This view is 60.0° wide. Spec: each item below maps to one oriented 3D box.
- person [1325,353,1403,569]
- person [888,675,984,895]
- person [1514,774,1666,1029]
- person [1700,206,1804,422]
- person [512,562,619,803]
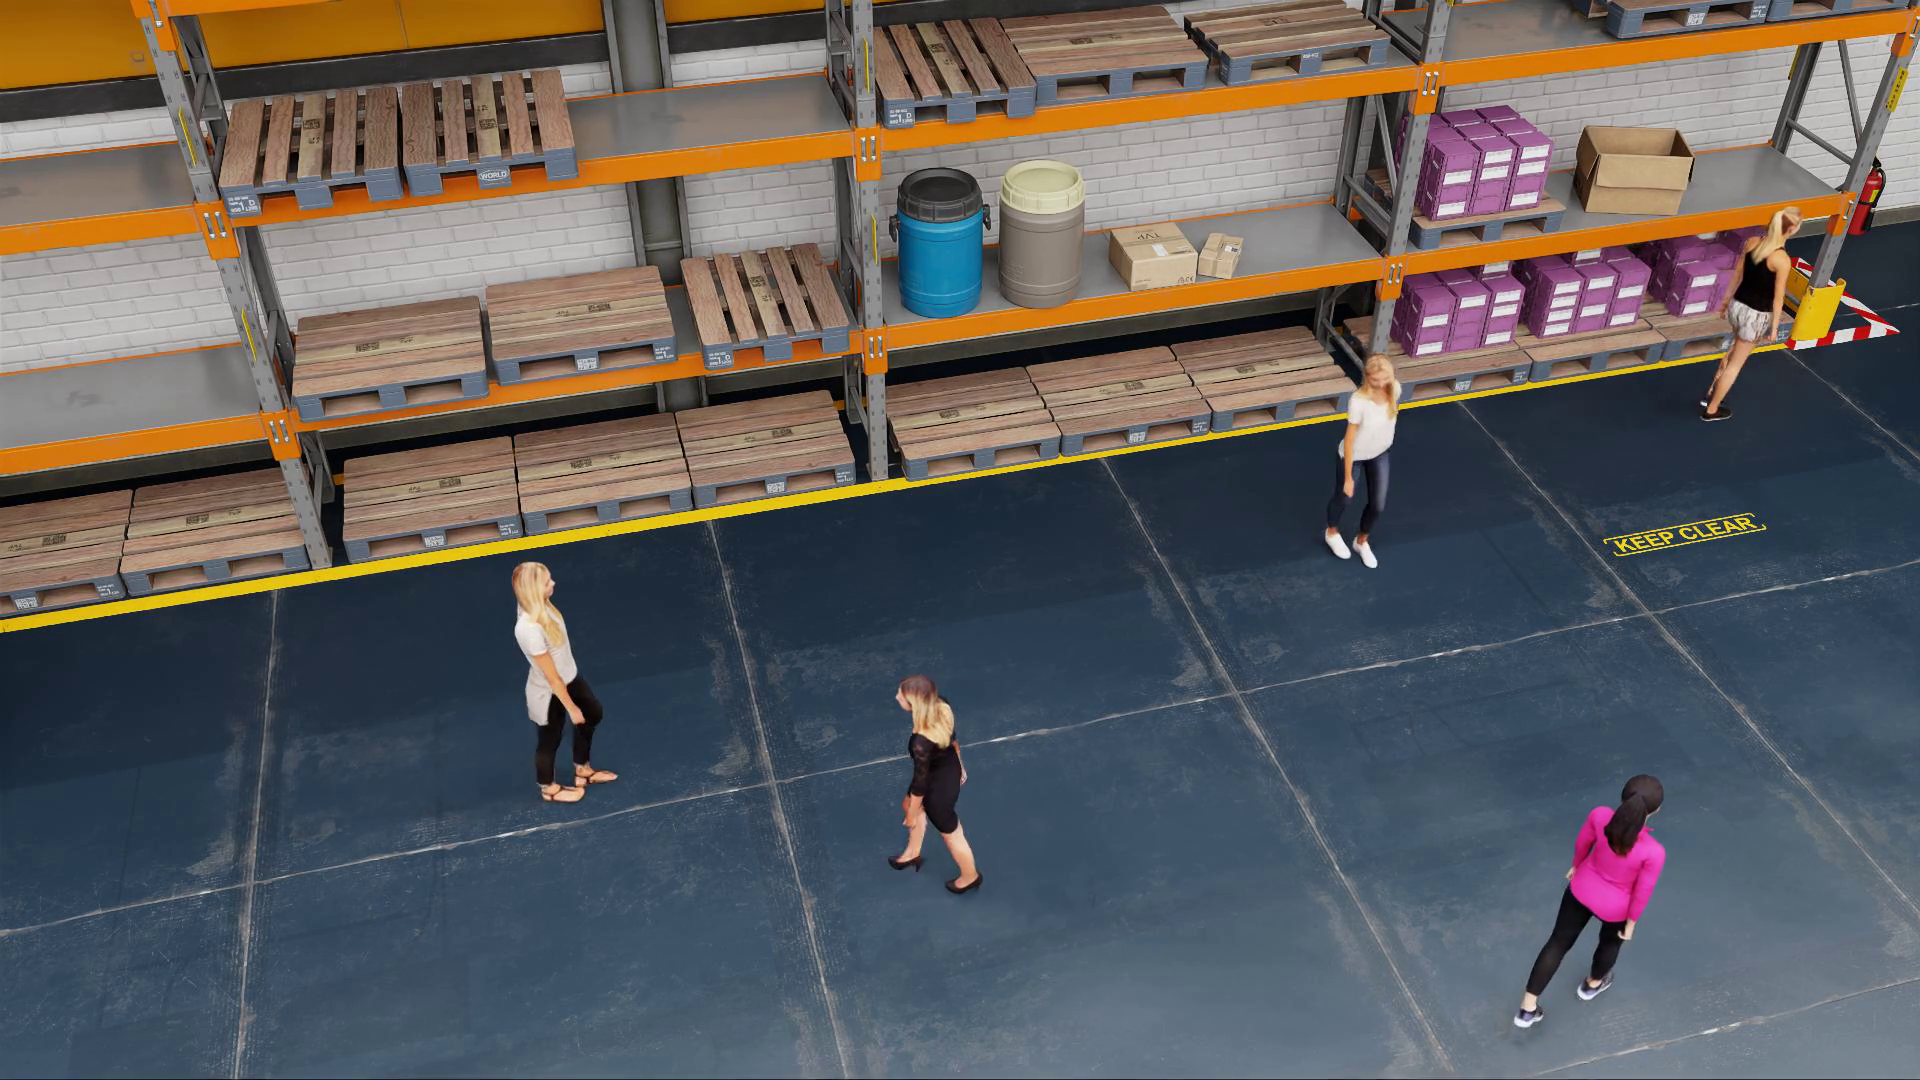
[{"bbox_3d":[2.676,-0.582,11.184,0.691,1.773,0.760,-24,44,-27],"label":"person"},{"bbox_3d":[-0.025,1.346,8.873,0.888,1.645,0.755,7,39,9],"label":"person"},{"bbox_3d":[3.130,1.822,8.255,1.060,1.684,0.853,-29,47,-31],"label":"person"},{"bbox_3d":[5.867,-1.687,12.521,0.607,1.832,0.656,-13,40,-16],"label":"person"},{"bbox_3d":[-2.396,0.857,9.353,0.687,1.809,0.627,-7,39,-8],"label":"person"}]
